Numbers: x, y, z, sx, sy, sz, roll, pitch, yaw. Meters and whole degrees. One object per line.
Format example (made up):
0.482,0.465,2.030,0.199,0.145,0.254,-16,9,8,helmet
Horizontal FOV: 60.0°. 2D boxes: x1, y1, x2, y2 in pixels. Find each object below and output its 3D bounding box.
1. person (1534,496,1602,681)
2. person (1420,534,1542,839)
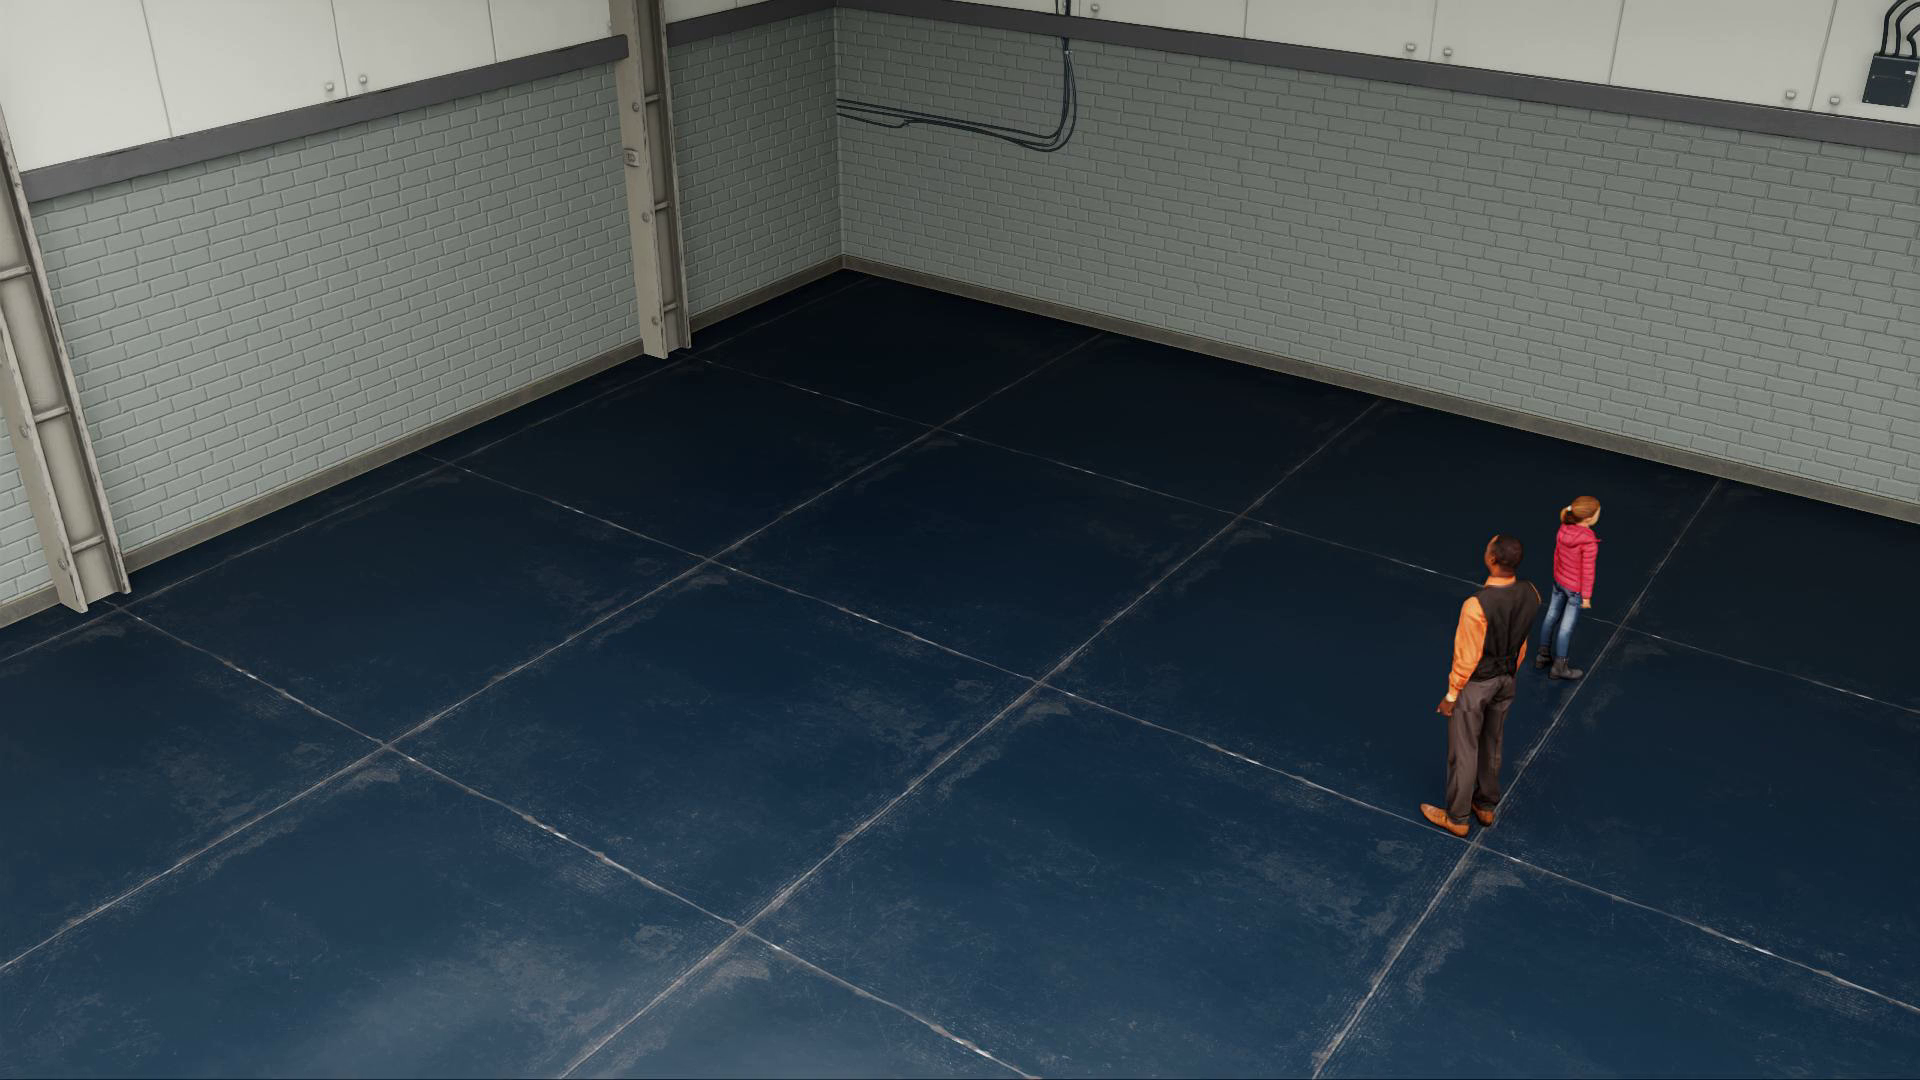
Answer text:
4.038,0.303,11.029,0.643,1.317,0.596,-8,29,-14,person
2.976,0.823,9.426,0.714,1.908,0.843,-14,31,-25,person
